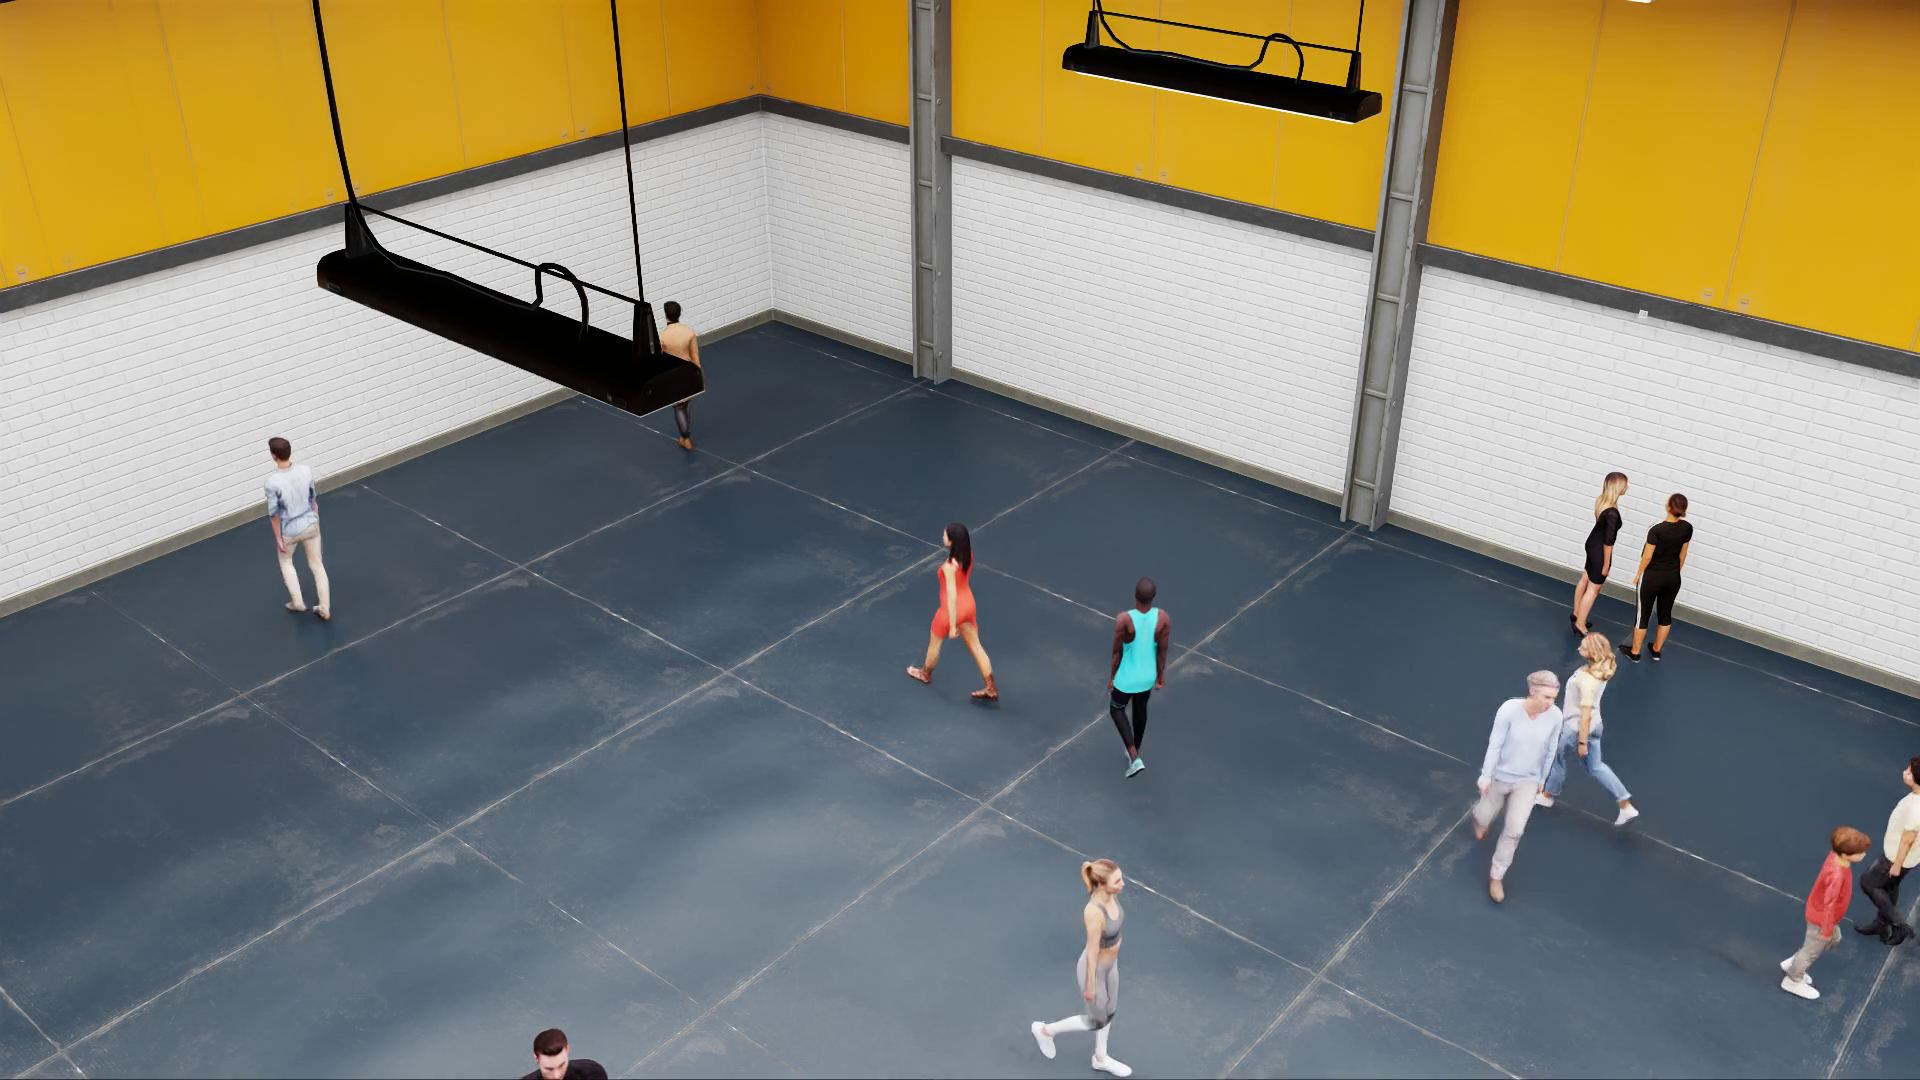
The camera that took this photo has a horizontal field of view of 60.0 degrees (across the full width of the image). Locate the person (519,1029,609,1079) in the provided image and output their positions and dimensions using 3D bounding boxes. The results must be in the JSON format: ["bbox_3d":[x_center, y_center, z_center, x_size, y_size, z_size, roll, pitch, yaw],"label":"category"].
[{"bbox_3d":[-2.120,3.351,9.009,0.764,1.908,0.741,-12,31,-21],"label":"person"}]

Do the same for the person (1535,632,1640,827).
[{"bbox_3d":[4.834,1.476,12.675,1.137,1.690,0.696,22,35,34],"label":"person"}]

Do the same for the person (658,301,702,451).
[{"bbox_3d":[-3.142,-1.822,18.706,0.882,1.705,1.041,-14,32,-24],"label":"person"}]

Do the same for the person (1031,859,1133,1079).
[{"bbox_3d":[0.794,2.680,10.464,0.962,1.693,0.747,10,30,18],"label":"person"}]

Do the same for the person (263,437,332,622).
[{"bbox_3d":[-6.057,-0.068,15.356,0.690,1.834,0.745,-24,37,-36],"label":"person"}]

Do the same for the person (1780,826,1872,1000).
[{"bbox_3d":[5.720,2.470,11.150,0.582,1.406,0.582,14,32,24],"label":"person"}]

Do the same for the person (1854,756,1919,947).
[{"bbox_3d":[6.566,2.196,11.473,0.637,1.577,0.592,24,36,36],"label":"person"}]

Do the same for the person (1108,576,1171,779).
[{"bbox_3d":[1.412,1.141,13.179,0.891,1.795,0.975,-5,29,-9],"label":"person"}]

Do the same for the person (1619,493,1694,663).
[{"bbox_3d":[6.237,0.325,14.809,0.671,1.667,0.723,-4,29,-7],"label":"person"}]

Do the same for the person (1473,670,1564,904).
[{"bbox_3d":[3.998,1.686,12.110,1.133,1.863,1.098,4,29,7],"label":"person"}]

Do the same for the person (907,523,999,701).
[{"bbox_3d":[0.052,0.654,14.201,1.181,1.671,0.719,16,32,27],"label":"person"}]

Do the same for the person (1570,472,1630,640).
[{"bbox_3d":[5.817,0.128,15.163,0.645,1.674,0.614,2,29,4],"label":"person"}]
